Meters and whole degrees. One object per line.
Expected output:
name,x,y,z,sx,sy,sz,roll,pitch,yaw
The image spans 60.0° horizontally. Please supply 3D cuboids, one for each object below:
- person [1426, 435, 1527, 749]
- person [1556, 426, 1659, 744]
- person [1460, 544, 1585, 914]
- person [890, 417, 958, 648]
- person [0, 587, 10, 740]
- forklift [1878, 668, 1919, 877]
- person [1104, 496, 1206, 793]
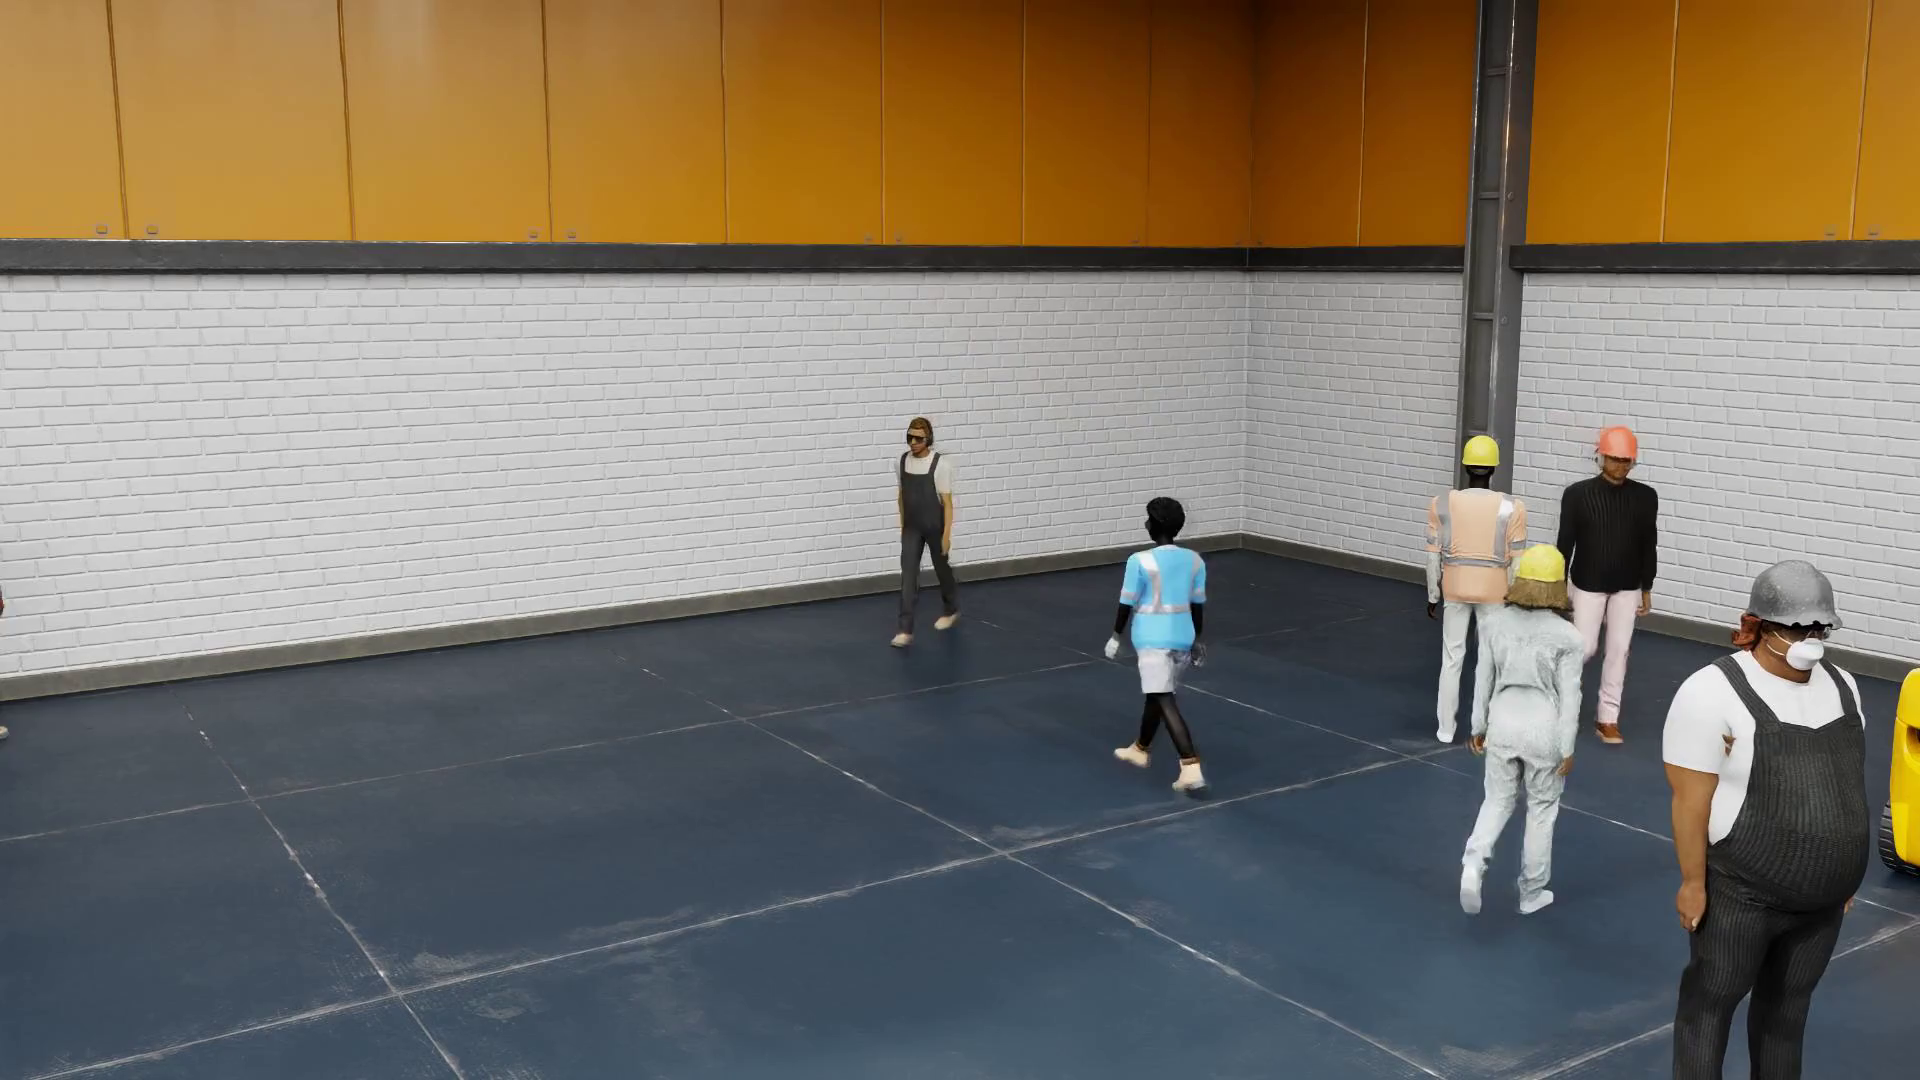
person,3.159,0.323,10.205,0.591,1.927,0.366,4,10,24
person,4.036,0.256,10.449,0.634,1.978,0.667,0,9,1
person,2.513,0.879,7.468,0.497,1.723,0.618,8,12,40
person,-0.259,-0.096,13.171,0.515,1.791,1.013,4,10,23
person,-6.314,0.276,10.349,0.740,1.989,0.388,2,10,11
forklift,5.511,0.571,7.906,2.313,2.155,1.214,-6,11,-33
person,1.176,0.581,9.481,0.544,1.656,0.882,-7,12,-35
